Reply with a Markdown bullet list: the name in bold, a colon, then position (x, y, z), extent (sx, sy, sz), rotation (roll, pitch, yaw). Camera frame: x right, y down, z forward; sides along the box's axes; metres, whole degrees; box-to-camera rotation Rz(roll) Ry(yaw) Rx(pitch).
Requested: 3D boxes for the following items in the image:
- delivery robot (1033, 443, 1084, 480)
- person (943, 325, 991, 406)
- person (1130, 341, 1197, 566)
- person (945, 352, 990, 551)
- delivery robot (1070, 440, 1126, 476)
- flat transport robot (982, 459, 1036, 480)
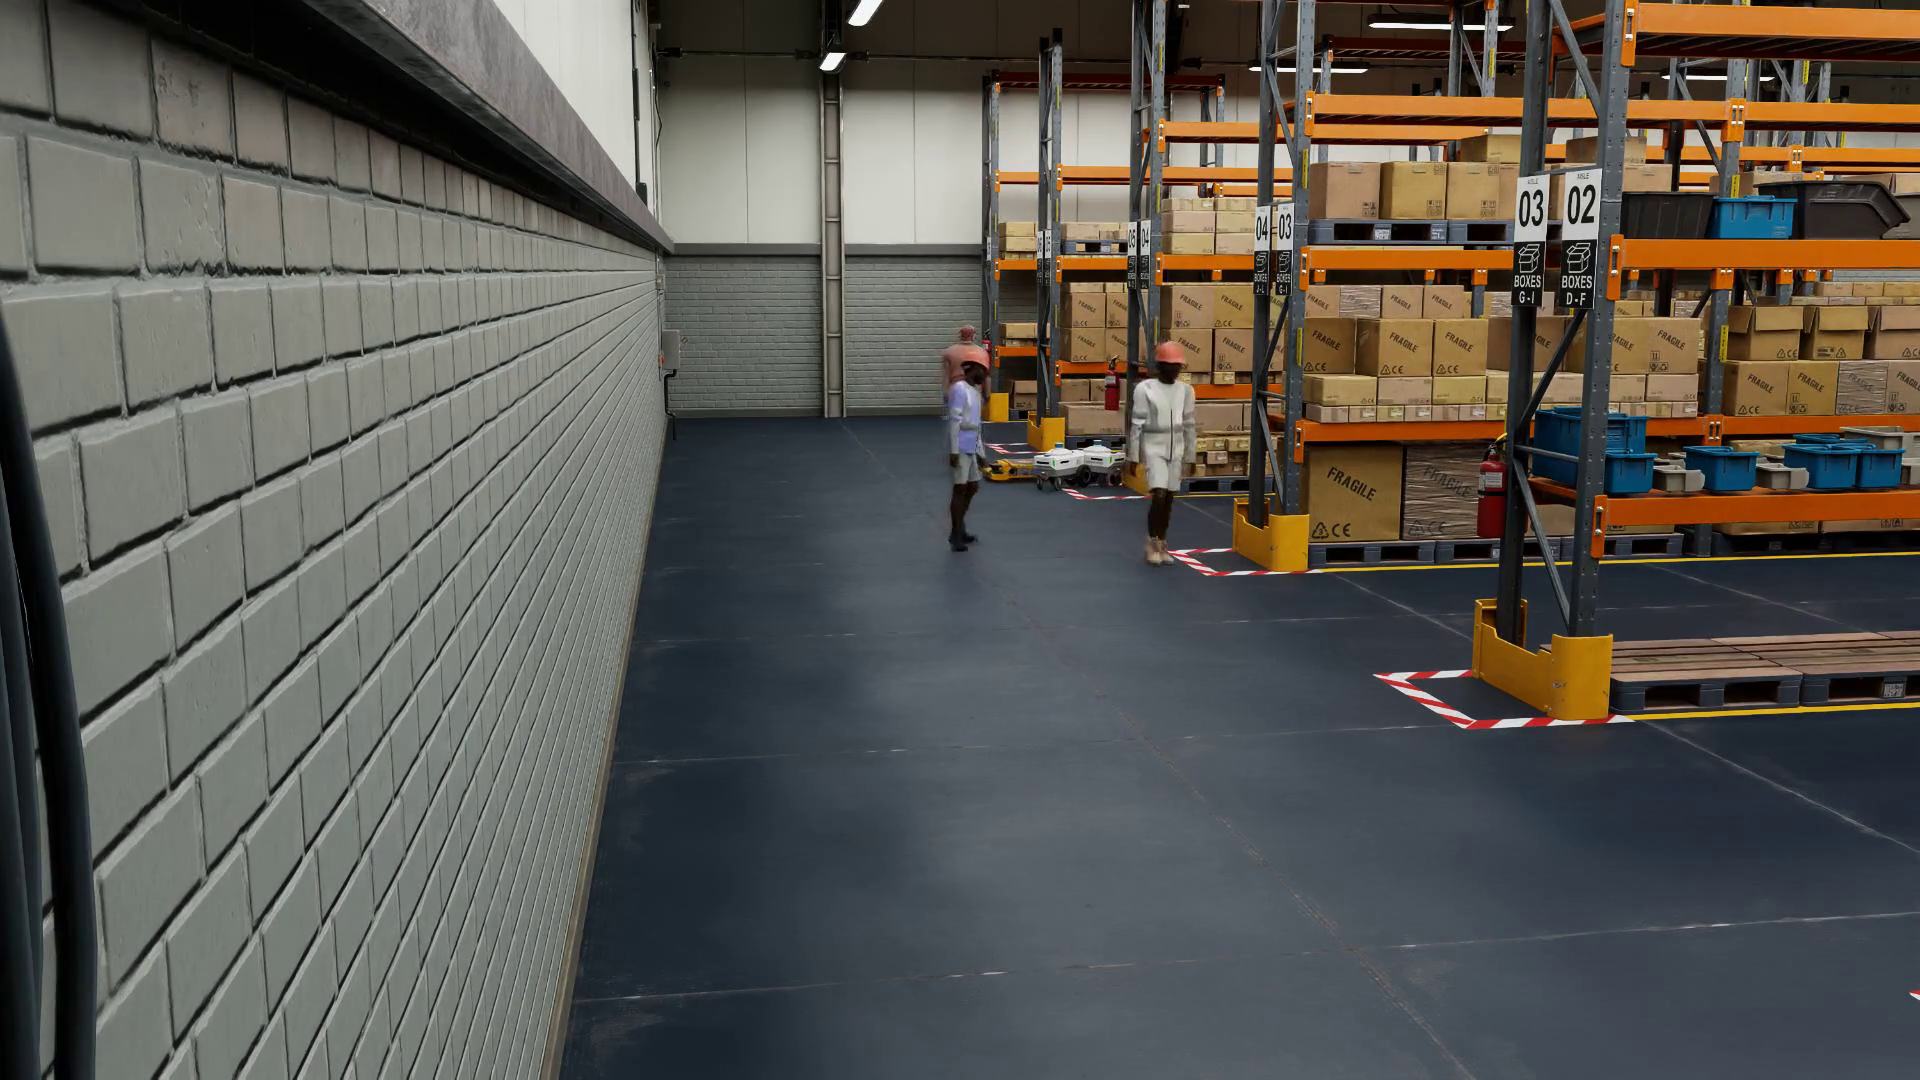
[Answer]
- **delivery robot**: position (1.203, -0.942, 20.239), extent (0.477, 0.478, 0.707), rotation (7, 12, 37)
- **person**: position (0.110, -2.081, 23.467), extent (0.673, 1.880, 0.722), rotation (1, 9, 7)
- **person**: position (1.856, -0.757, 14.875), extent (0.636, 2.022, 0.574), rotation (-4, 10, -23)
- **person**: position (0.043, -0.844, 15.879), extent (0.376, 1.885, 0.654), rotation (4, 10, 21)
- **delivery robot**: position (1.696, -0.991, 20.542), extent (0.707, 0.478, 0.477), rotation (8, 12, 42)
- **flat transport robot**: position (1.039, -0.913, 21.219), extent (1.431, 0.197, 0.652), rotation (-2, 9, -9)
